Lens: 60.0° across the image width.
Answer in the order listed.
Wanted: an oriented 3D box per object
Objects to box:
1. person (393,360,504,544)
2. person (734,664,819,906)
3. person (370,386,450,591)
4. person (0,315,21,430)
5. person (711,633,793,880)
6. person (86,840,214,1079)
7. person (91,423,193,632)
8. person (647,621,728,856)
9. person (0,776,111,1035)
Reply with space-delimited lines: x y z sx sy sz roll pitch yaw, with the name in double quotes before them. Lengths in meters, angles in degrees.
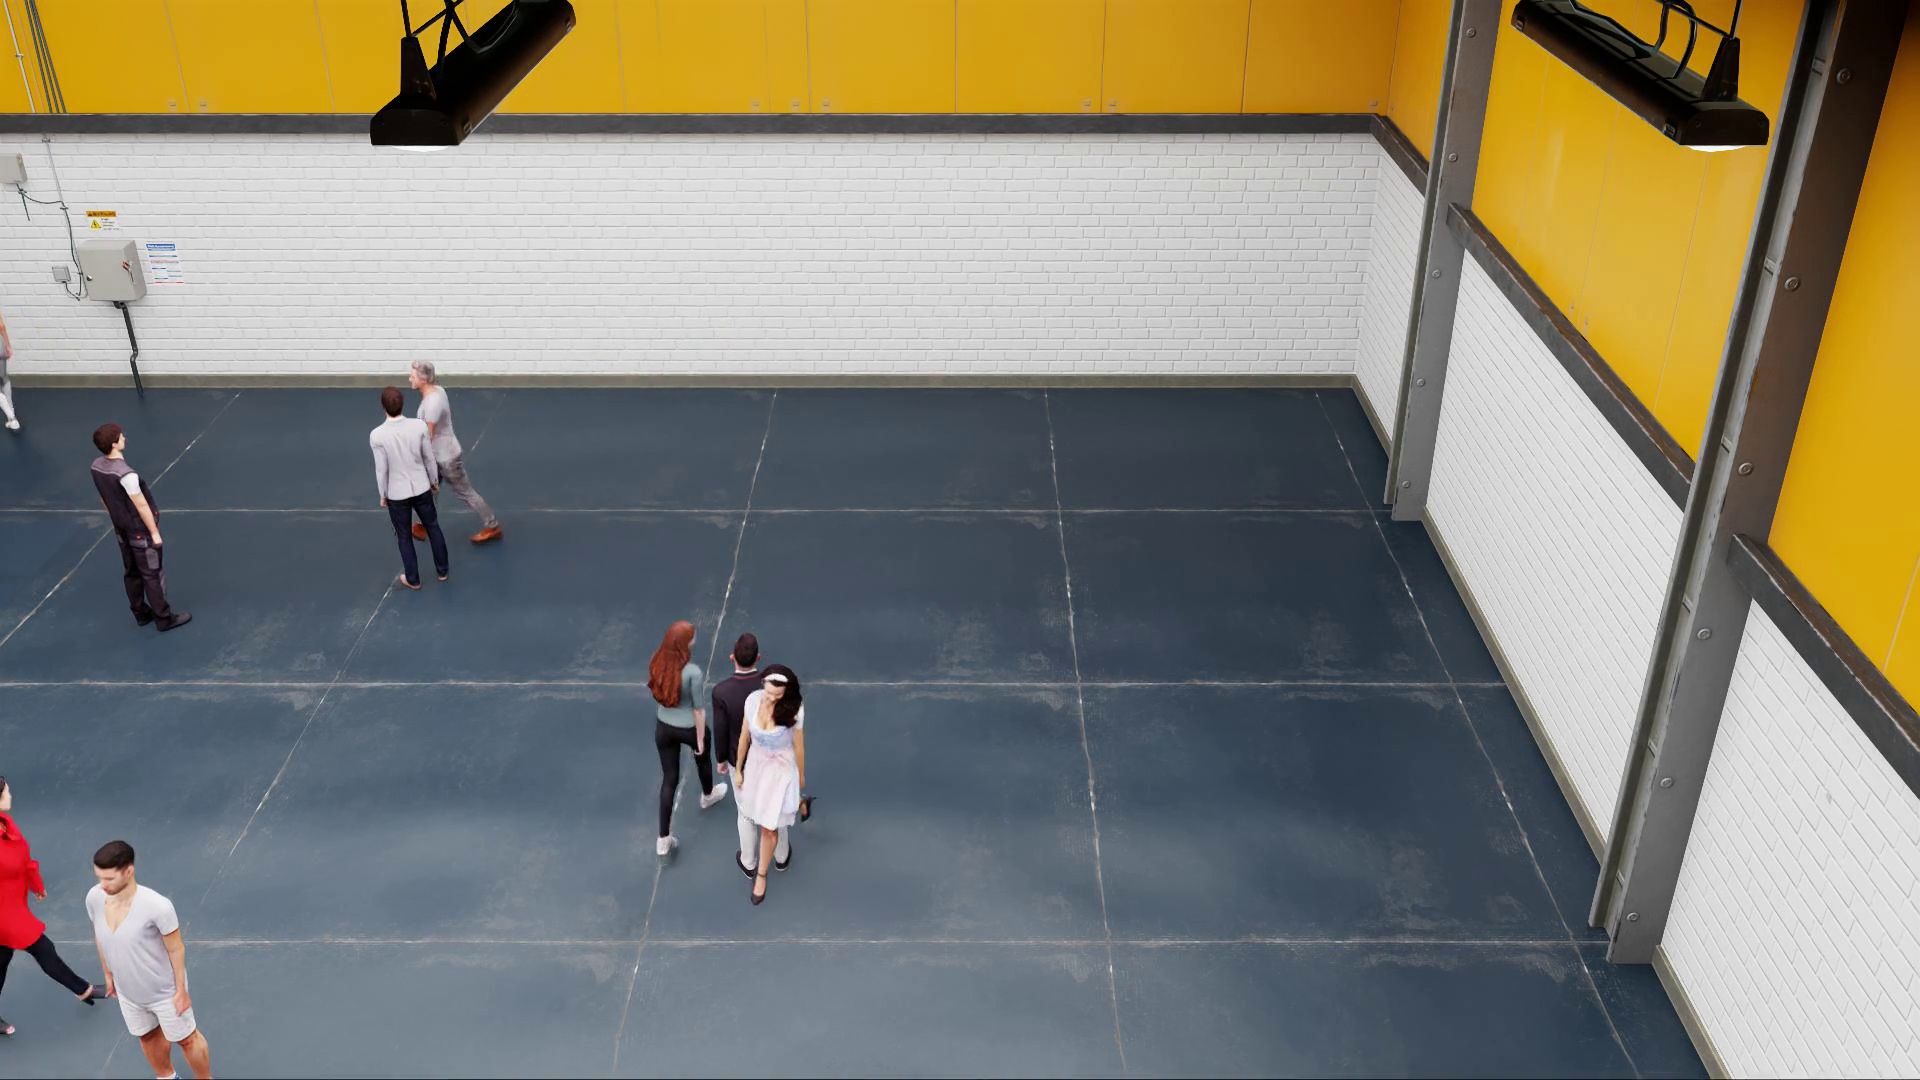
"person" -4.540 -0.744 14.984 1.005 1.767 1.220 -9 30 -16
"person" -1.180 1.500 10.871 0.936 1.767 1.201 13 31 22
"person" -4.767 -0.451 14.361 0.760 1.850 0.779 -20 34 -31
"person" -10.074 -1.934 17.263 1.026 1.673 0.987 24 37 37
"person" -1.355 1.422 10.933 0.702 1.844 0.632 -6 29 -11
"person" -4.448 2.401 9.135 0.729 1.847 0.657 7 29 12
"person" -6.826 -0.105 13.728 0.738 1.849 0.736 14 32 24
"person" -1.930 1.344 11.230 0.852 1.696 1.205 9 30 16
"person" -5.634 2.194 9.675 0.923 1.694 1.026 -4 29 -8
